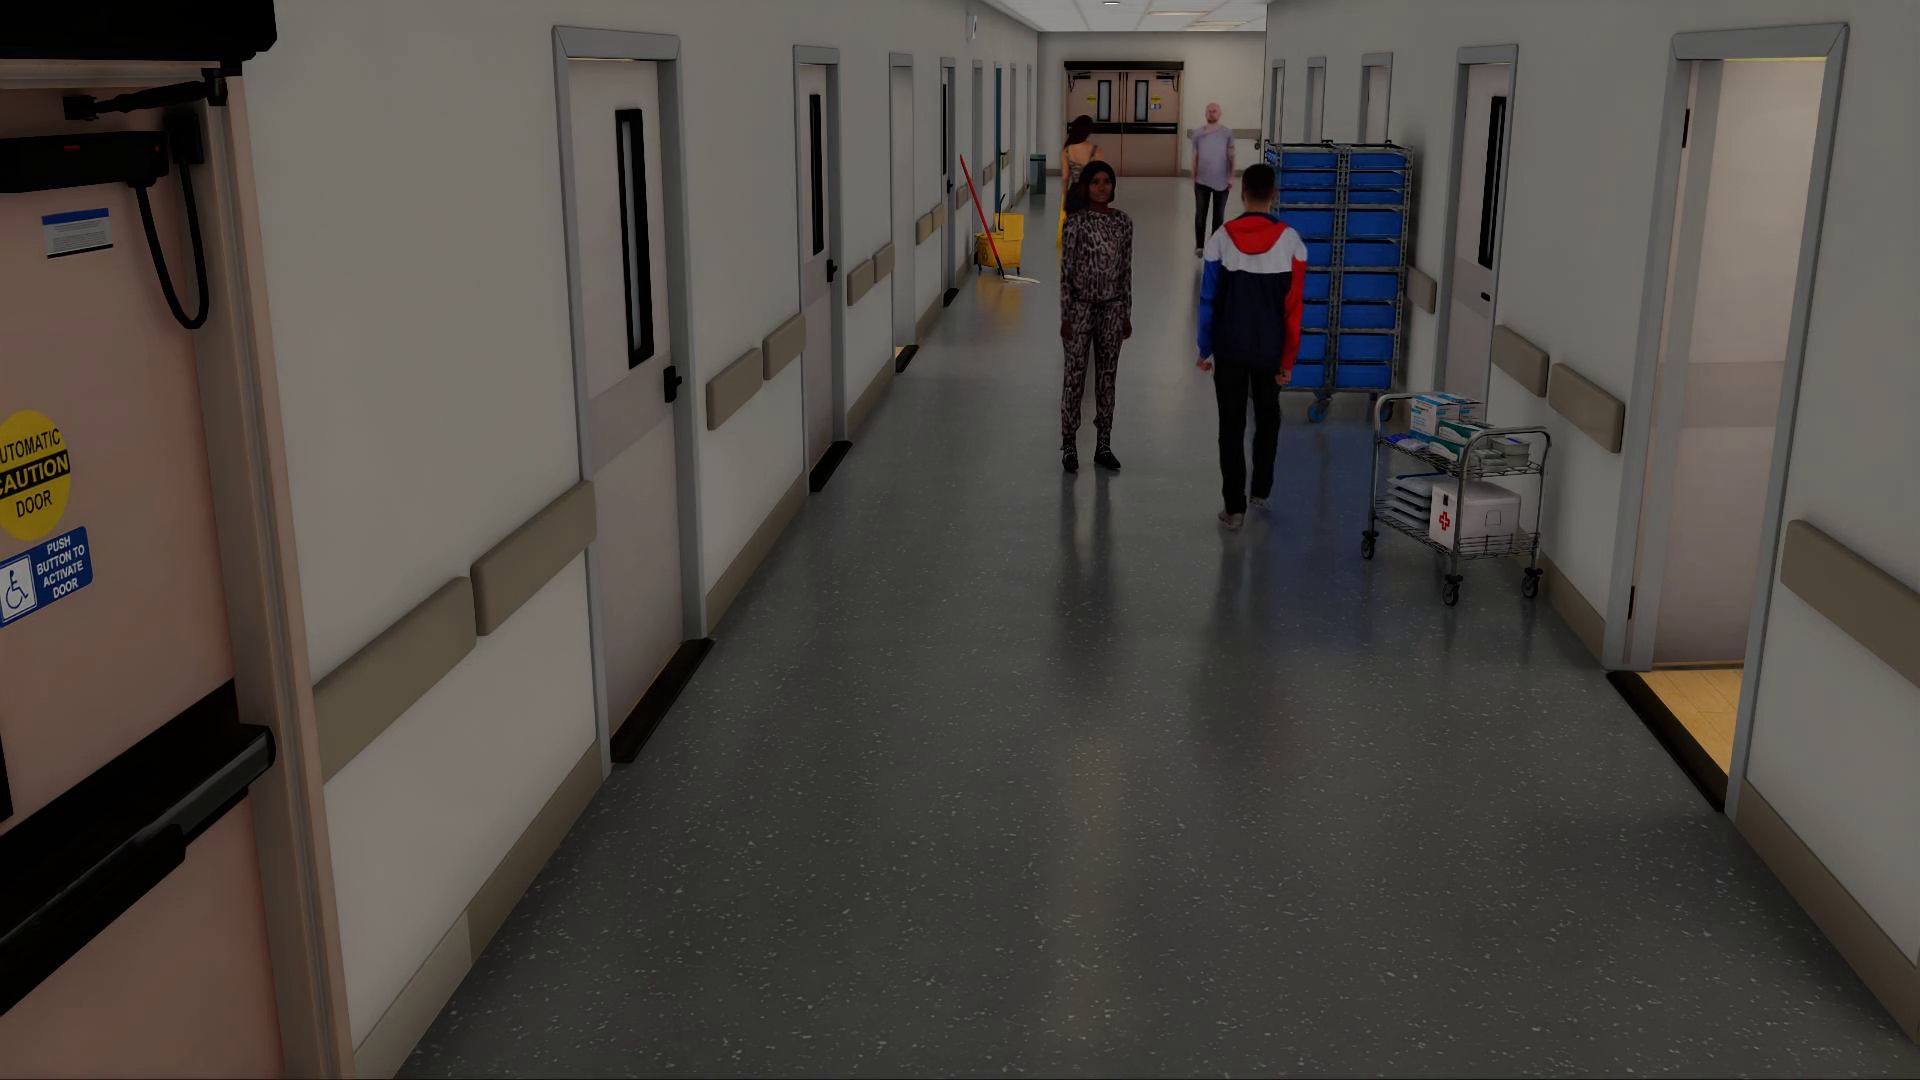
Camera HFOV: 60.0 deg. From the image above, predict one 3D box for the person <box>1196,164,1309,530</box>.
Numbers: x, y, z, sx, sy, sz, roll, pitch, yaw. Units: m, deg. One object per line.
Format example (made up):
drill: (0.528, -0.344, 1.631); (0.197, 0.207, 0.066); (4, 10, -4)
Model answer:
person: (1.408, -0.906, 8.043); (0.665, 1.739, 0.723); (0, 16, 0)

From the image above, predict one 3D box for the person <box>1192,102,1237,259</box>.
person: (3.032, -4.234, 19.877); (0.742, 1.722, 1.187); (3, 16, 9)

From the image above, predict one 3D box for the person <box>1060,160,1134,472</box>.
person: (0.753, -1.251, 9.314); (0.643, 1.713, 0.653); (-3, 16, -11)

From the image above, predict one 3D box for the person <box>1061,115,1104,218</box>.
person: (1.230, -3.365, 16.715); (0.678, 1.766, 0.662); (8, 18, 26)
